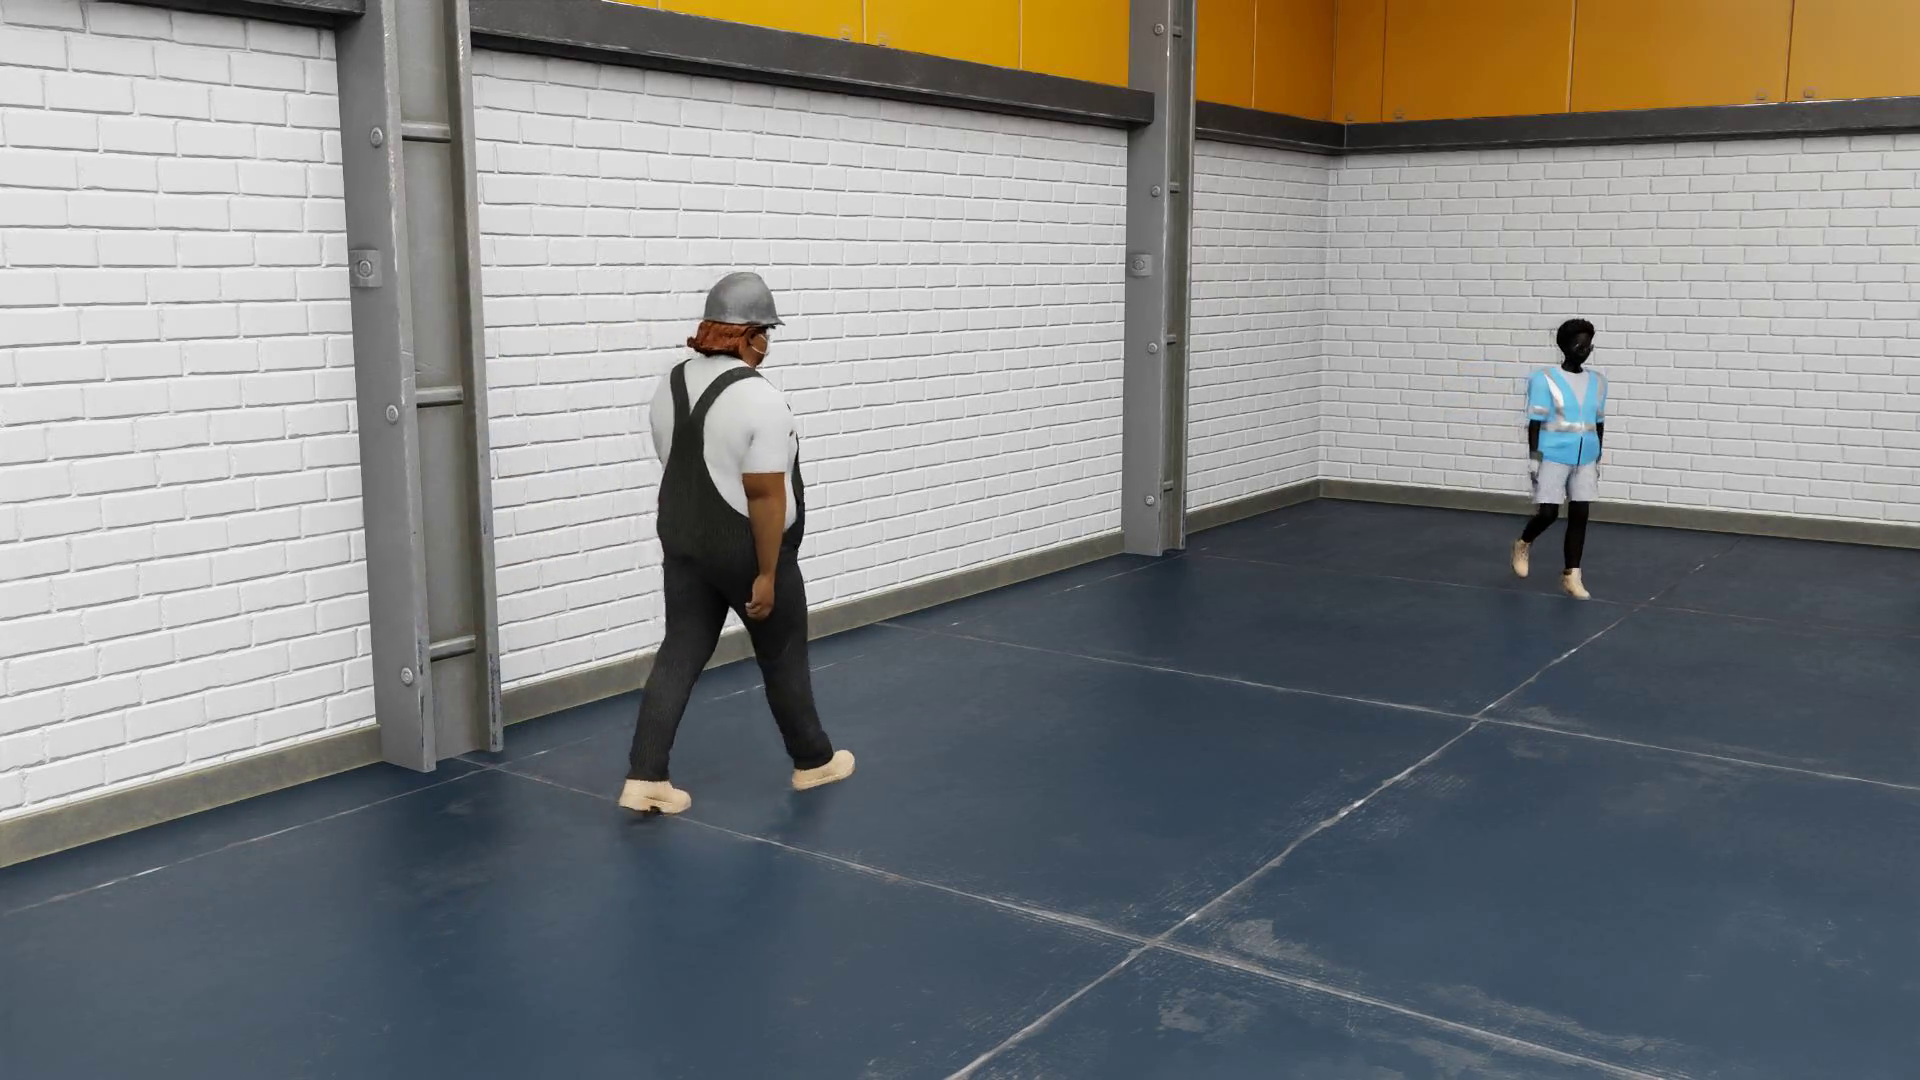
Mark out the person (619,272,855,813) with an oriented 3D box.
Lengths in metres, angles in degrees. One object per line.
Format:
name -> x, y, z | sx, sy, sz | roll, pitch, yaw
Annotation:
person -> -0.856, -0.013, 6.118 | 0.684, 2.000, 1.007 | 7, 12, 36

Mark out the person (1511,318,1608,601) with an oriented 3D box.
person -> 3.631, -0.498, 10.038 | 0.546, 1.684, 0.544 | -2, 10, -12
